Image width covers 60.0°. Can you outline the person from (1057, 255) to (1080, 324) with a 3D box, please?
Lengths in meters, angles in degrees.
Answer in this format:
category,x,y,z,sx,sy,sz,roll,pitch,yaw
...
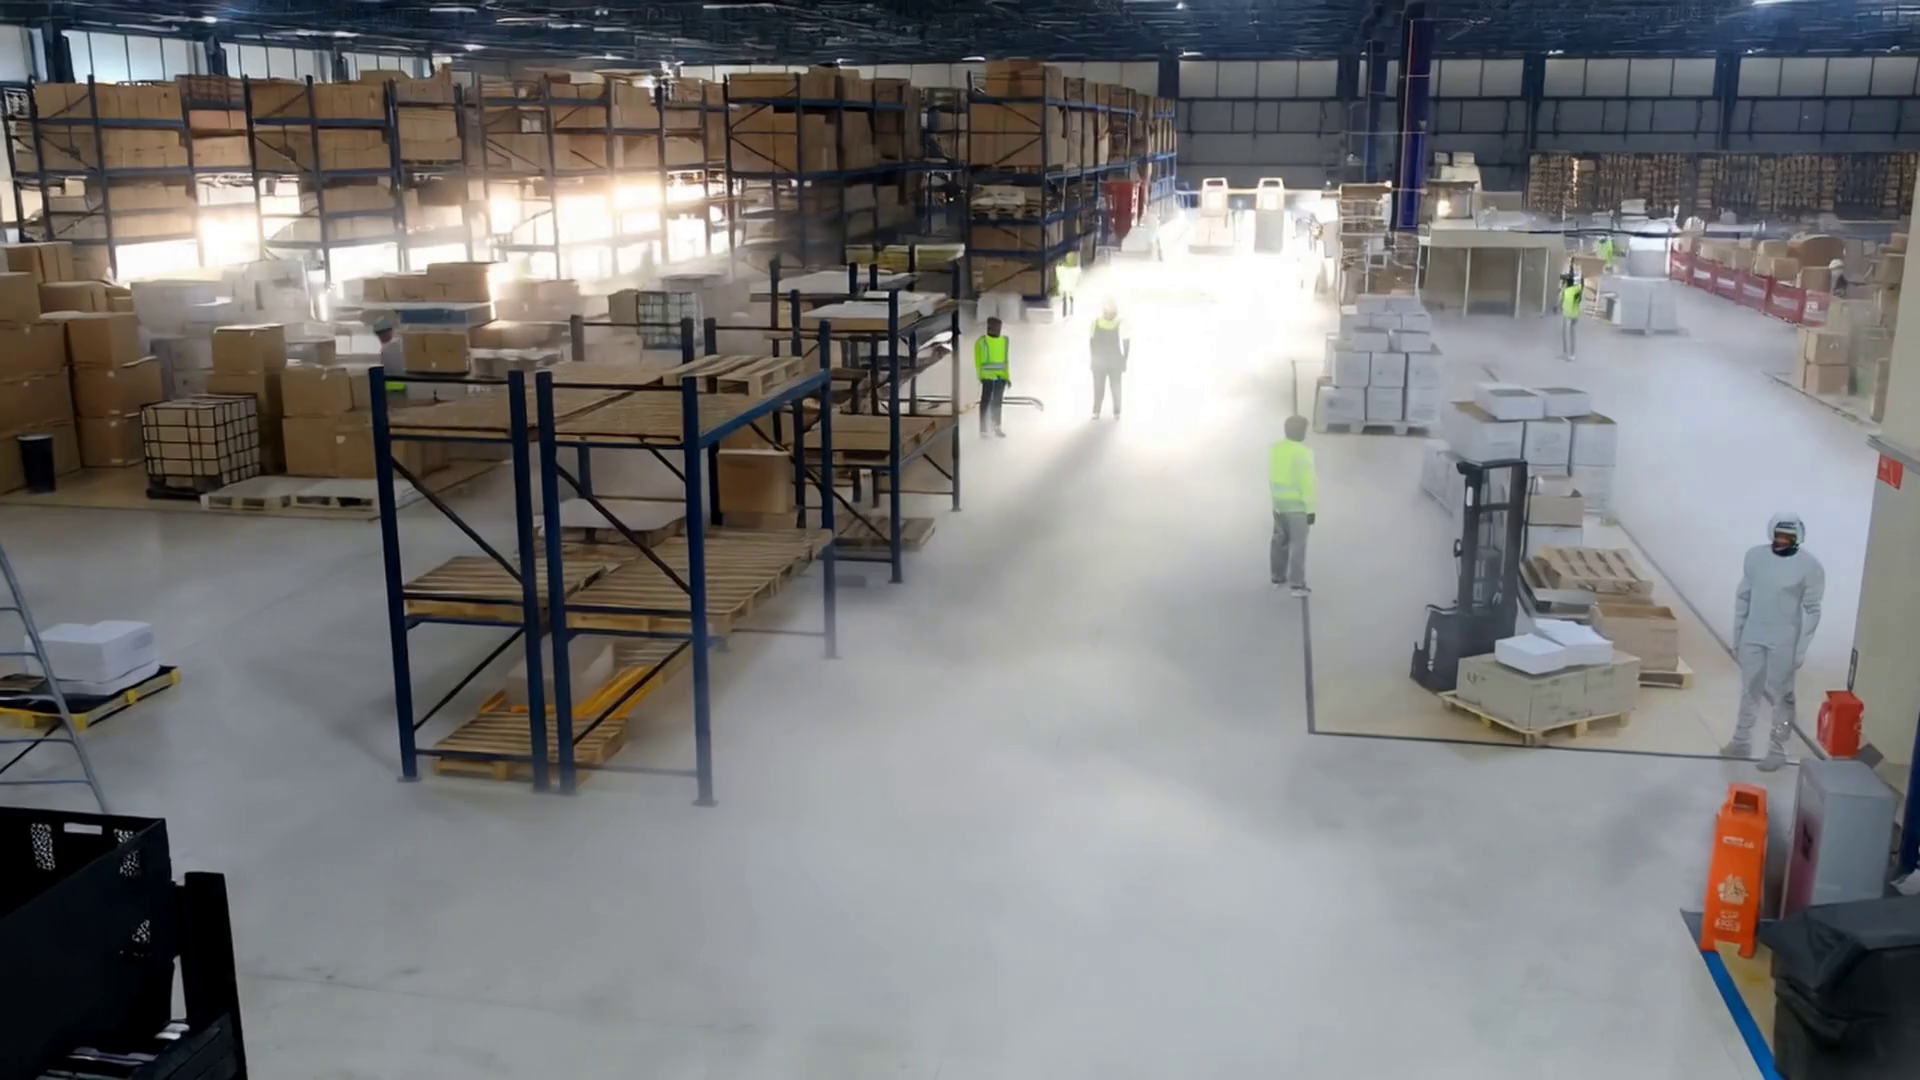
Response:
category,x,y,z,sx,sy,sz,roll,pitch,yaw
person,2.644,-6.106,40.524,0.555,1.644,0.756,1,14,4

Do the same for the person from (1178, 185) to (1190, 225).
category,x,y,z,sx,sy,sz,roll,pitch,yaw
person,11.204,-16.755,83.168,0.618,1.943,1.026,2,14,9

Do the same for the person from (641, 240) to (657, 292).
category,x,y,z,sx,sy,sz,roll,pitch,yaw
person,-7.789,-6.457,41.282,0.631,1.973,0.626,3,14,11

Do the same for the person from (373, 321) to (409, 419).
category,x,y,z,sx,sy,sz,roll,pitch,yaw
person,-8.313,-2.294,24.561,0.934,1.893,0.592,0,14,0

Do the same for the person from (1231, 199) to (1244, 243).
category,x,y,z,sx,sy,sz,roll,pitch,yaw
person,11.609,-13.375,69.695,0.405,1.823,0.591,-11,18,-38

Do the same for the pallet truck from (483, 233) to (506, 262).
category,x,y,z,sx,sy,sz,roll,pitch,yaw
pallet truck,-11.832,-7.026,43.548,1.885,1.965,0.823,8,16,28

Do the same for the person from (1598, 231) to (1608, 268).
category,x,y,z,sx,sy,sz,roll,pitch,yaw
person,19.401,-8.501,50.285,0.276,1.631,0.507,8,16,29

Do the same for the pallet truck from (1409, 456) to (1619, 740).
category,x,y,z,sx,sy,sz,roll,pitch,yaw
pallet truck,4.504,0.400,13.395,0.823,1.965,1.885,-6,15,-23

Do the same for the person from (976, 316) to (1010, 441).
category,x,y,z,sx,sy,sz,roll,pitch,yaw
person,0.506,-2.454,25.222,0.575,1.882,0.355,-8,16,-29

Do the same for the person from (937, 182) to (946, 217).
category,x,y,z,sx,sy,sz,roll,pitch,yaw
person,-0.957,-18.471,90.200,0.550,1.914,0.875,3,14,11

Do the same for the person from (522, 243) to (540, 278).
category,x,y,z,sx,sy,sz,roll,pitch,yaw
person,-10.792,-6.605,42.214,0.631,1.823,0.631,-1,14,-2

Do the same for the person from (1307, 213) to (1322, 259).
category,x,y,z,sx,sy,sz,roll,pitch,yaw
person,12.982,-11.180,61.058,0.545,1.679,0.598,1,14,4

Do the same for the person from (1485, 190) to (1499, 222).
category,x,y,z,sx,sy,sz,roll,pitch,yaw
person,25.981,-16.195,81.228,0.919,1.787,0.596,1,14,5

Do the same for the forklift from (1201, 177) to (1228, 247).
category,x,y,z,sx,sy,sz,roll,pitch,yaw
forklift,10.136,-13.063,66.238,1.129,2.768,1.873,3,14,10

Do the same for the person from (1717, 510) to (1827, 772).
category,x,y,z,sx,sy,sz,roll,pitch,yaw
person,5.949,0.727,12.189,0.372,1.940,0.631,-9,16,-31

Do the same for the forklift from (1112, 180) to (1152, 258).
category,x,y,z,sx,sy,sz,roll,pitch,yaw
forklift,6.082,-11.722,60.796,1.873,2.768,1.129,2,14,9

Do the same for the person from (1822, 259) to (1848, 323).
category,x,y,z,sx,sy,sz,roll,pitch,yaw
person,18.814,-5.089,35.834,0.398,1.919,0.556,1,14,4

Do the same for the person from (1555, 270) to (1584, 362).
category,x,y,z,sx,sy,sz,roll,pitch,yaw
person,12.423,-4.553,33.786,0.336,1.865,0.521,-3,14,-13

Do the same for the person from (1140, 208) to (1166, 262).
category,x,y,z,sx,sy,sz,roll,pitch,yaw
person,6.925,-10.890,59.453,0.888,1.901,0.542,-4,14,-16

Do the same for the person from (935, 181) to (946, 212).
category,x,y,z,sx,sy,sz,roll,pitch,yaw
person,-1.146,-19.791,95.804,0.957,1.798,0.635,0,14,1

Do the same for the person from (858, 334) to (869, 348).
category,x,y,z,sx,sy,sz,roll,pitch,yaw
person,-2.073,-4.542,34.235,0.517,1.616,0.601,6,15,22

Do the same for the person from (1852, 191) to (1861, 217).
category,x,y,z,sx,sy,sz,roll,pitch,yaw
person,42.497,-15.609,78.724,0.531,1.831,0.595,5,15,18

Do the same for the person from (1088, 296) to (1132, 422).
category,x,y,z,sx,sy,sz,roll,pitch,yaw
person,2.374,-2.912,26.754,0.678,2.000,0.537,7,15,25

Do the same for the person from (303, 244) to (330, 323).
category,x,y,z,sx,sy,sz,roll,pitch,yaw
person,-15.695,-6.260,40.622,0.587,1.911,0.397,-7,15,-26

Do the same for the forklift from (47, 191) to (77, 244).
category,x,y,z,sx,sy,sz,roll,pitch,yaw
forklift,-27.278,-9.245,50.739,1.129,2.768,1.873,3,14,10

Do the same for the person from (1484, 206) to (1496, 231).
category,x,y,z,sx,sy,sz,roll,pitch,yaw
person,20.881,-12.318,65.609,0.899,1.721,0.529,-1,14,-4

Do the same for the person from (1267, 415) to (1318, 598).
category,x,y,z,sx,sy,sz,roll,pitch,yaw
person,3.355,-0.340,16.721,0.429,1.846,0.626,-9,16,-31

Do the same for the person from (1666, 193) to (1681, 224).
category,x,y,z,sx,sy,sz,roll,pitch,yaw
person,31.918,-14.584,74.442,0.640,1.896,1.022,2,14,8

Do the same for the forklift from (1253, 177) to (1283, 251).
category,x,y,z,sx,sy,sz,roll,pitch,yaw
forklift,12.083,-12.747,64.956,1.129,2.768,1.873,3,14,10

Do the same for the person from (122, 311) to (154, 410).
category,x,y,z,sx,sy,sz,roll,pitch,yaw
person,-12.854,-2.615,25.863,1.001,1.885,0.659,12,18,40

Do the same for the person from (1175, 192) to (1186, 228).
category,x,y,z,sx,sy,sz,roll,pitch,yaw
person,10.615,-15.890,80.041,0.524,1.747,0.692,2,14,9

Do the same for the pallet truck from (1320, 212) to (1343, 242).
category,x,y,z,sx,sy,sz,roll,pitch,yaw
pallet truck,15.874,-13.227,70.310,0.680,1.201,1.601,10,17,35
